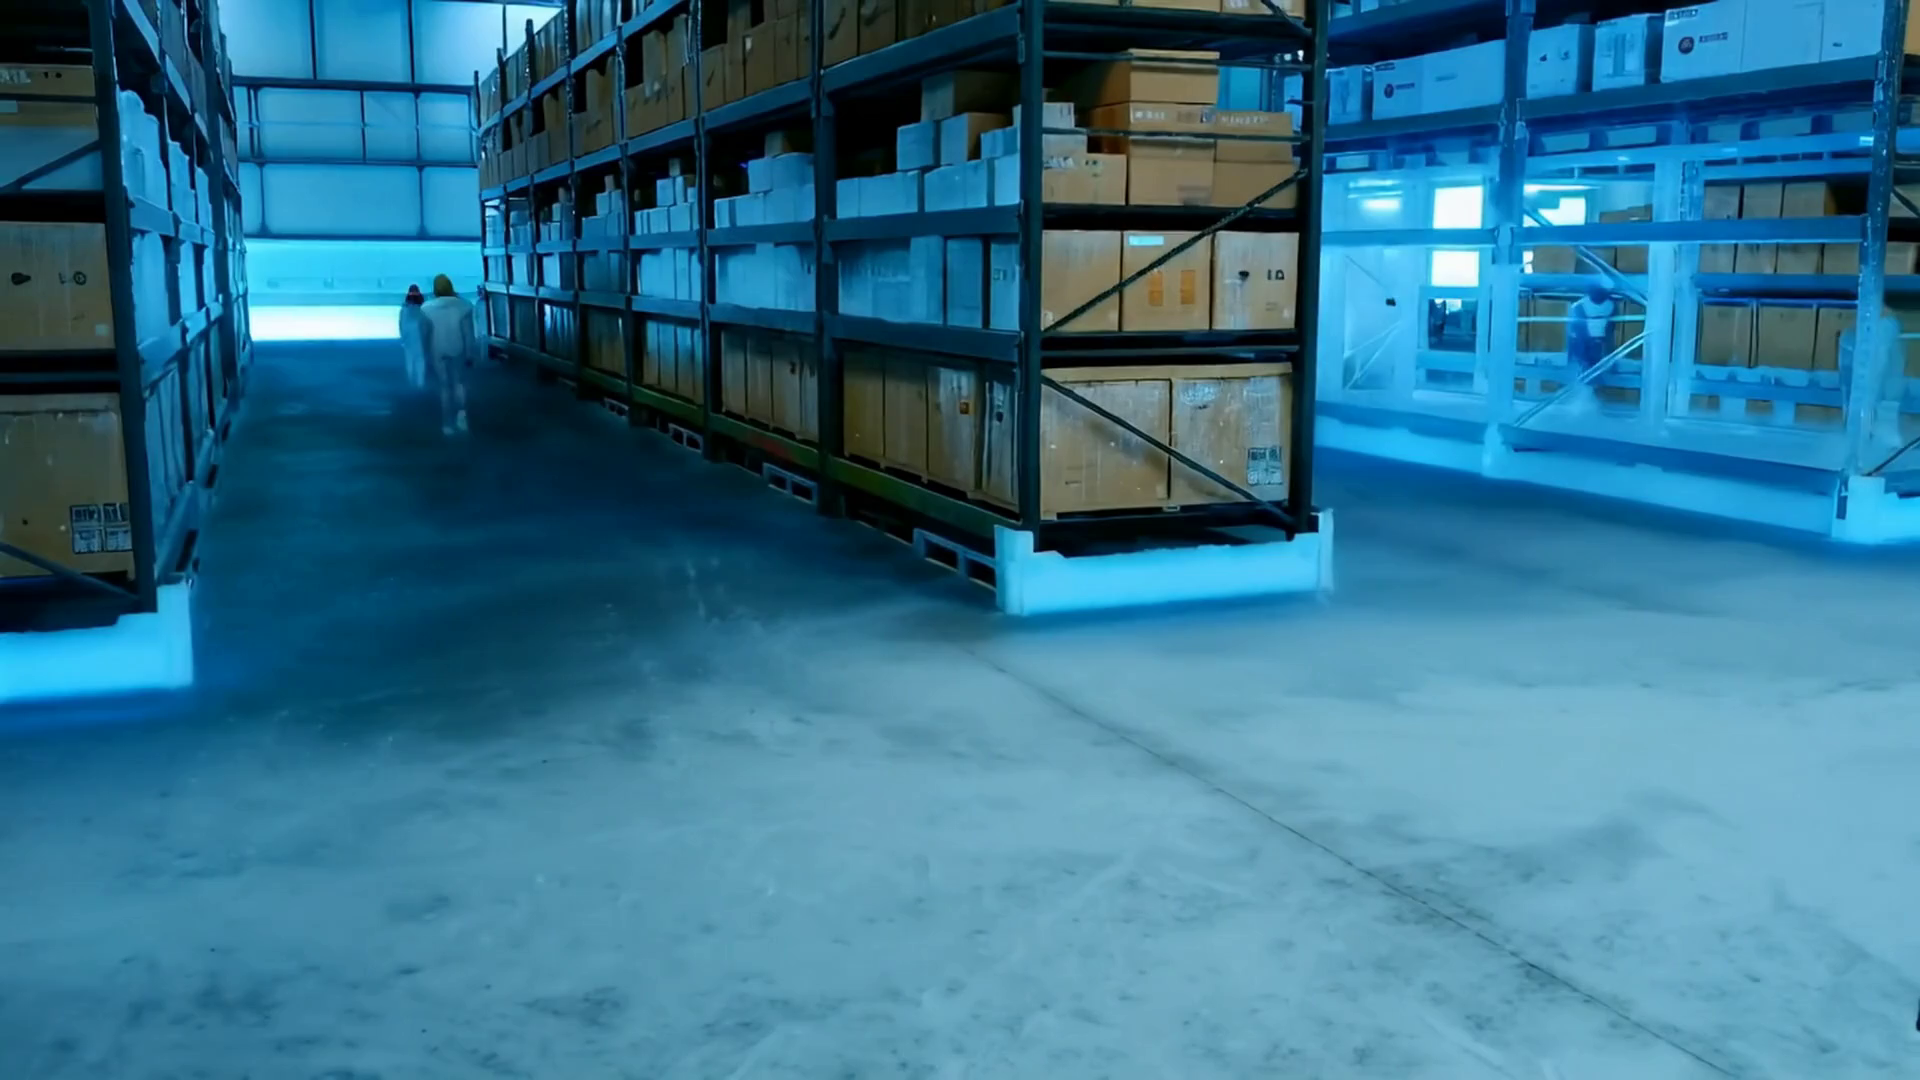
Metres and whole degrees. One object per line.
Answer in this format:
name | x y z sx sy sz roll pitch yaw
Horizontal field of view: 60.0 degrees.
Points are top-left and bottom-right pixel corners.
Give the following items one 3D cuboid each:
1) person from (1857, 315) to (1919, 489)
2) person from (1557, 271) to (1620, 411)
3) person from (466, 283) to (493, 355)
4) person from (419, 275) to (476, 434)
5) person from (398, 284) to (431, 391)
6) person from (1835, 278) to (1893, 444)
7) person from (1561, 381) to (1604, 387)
person | 8.505 -1.267 15.313 0.503 1.599 0.831 -4 10 -24
person | 7.256 -2.120 19.273 0.662 1.990 1.047 -1 10 -7
person | -10.551 -4.819 36.514 0.808 1.598 0.545 -3 10 -20
person | -6.192 -2.233 20.086 0.647 1.924 0.431 -4 10 -24
person | -8.800 -3.272 26.873 0.500 1.730 0.457 -5 10 -25
person | 9.697 -1.864 17.946 0.403 1.904 0.650 -2 10 -15
person | 10.511 -3.410 27.939 0.538 1.663 0.835 -5 11 -26
